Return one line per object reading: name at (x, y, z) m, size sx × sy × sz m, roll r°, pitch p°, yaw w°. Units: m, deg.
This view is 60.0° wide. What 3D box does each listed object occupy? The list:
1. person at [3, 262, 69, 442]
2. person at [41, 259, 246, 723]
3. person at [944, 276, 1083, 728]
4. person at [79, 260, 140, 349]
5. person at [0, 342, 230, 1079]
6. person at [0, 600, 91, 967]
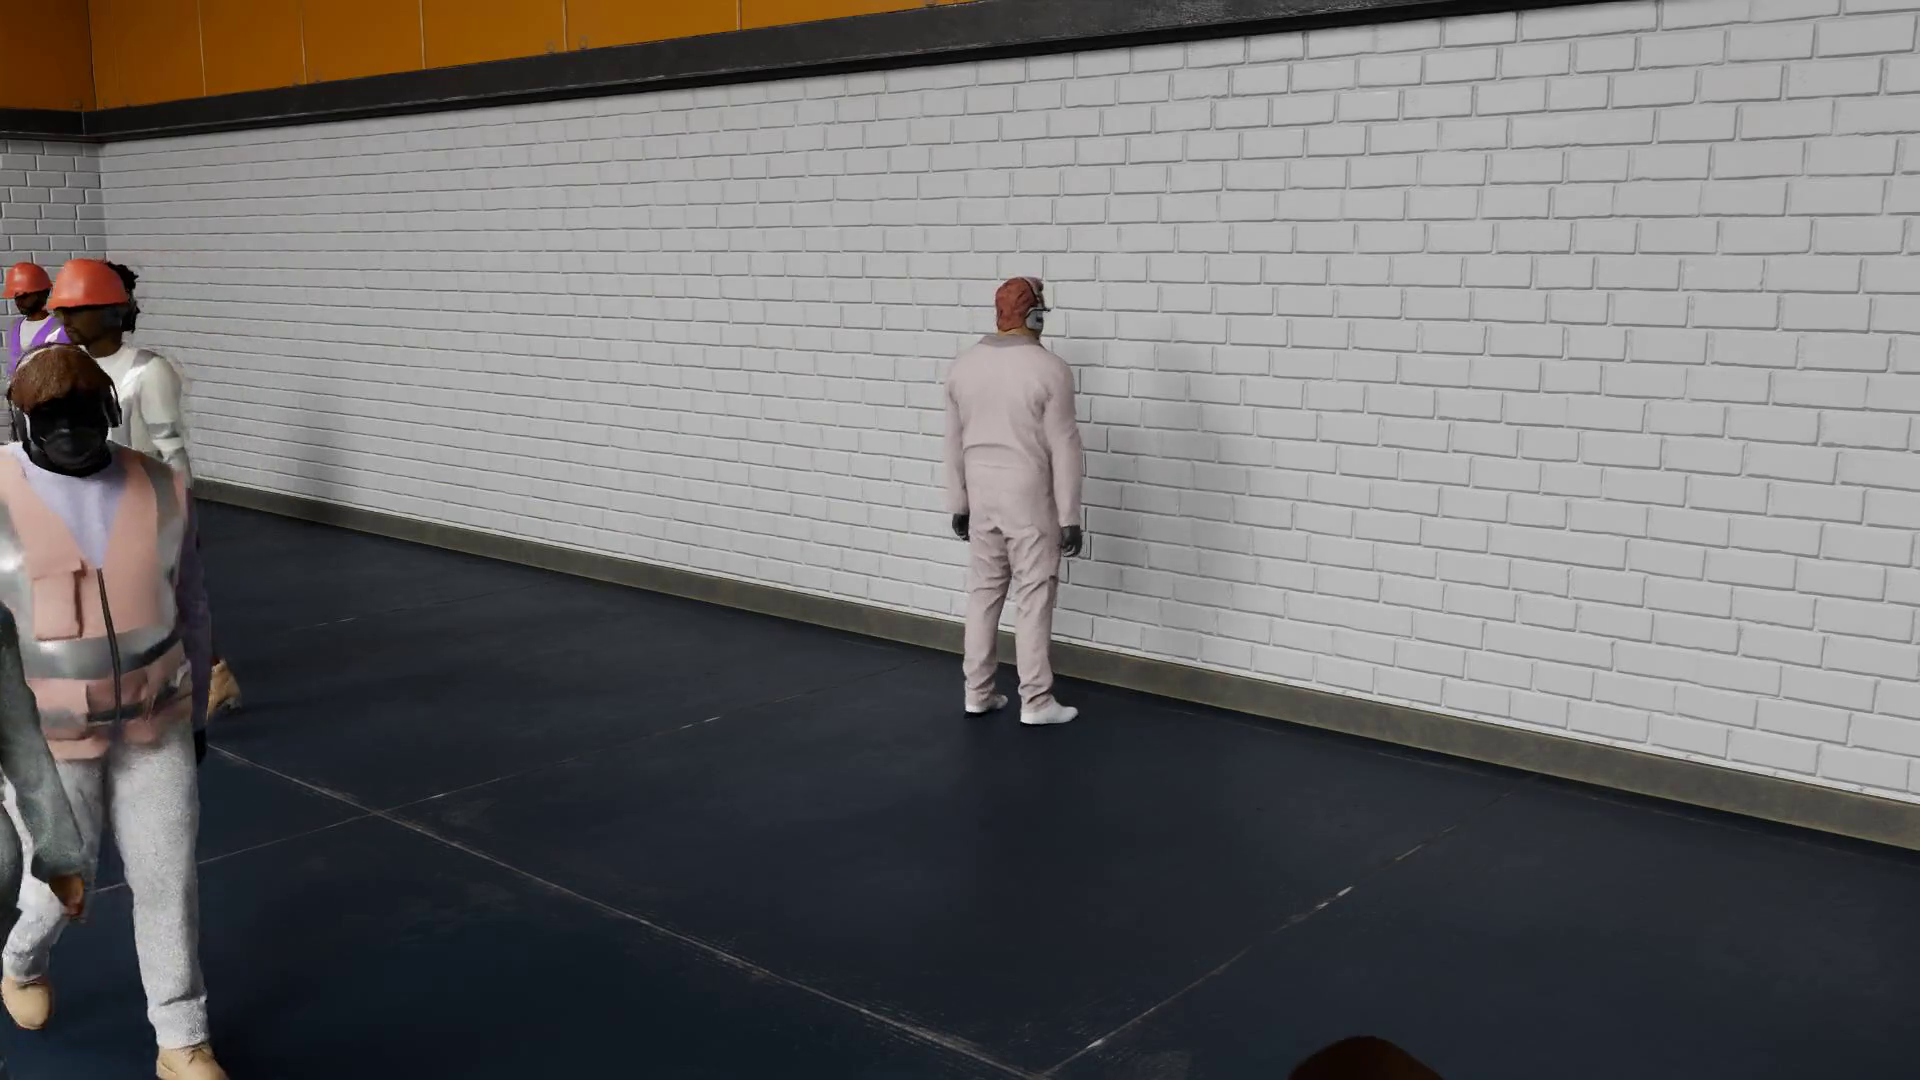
person at (-5.767, -0.769, 10.462) m, size 0.543 × 1.935 × 0.366 m, roll 3°, pitch 10°, yaw 16°
person at (-3.376, -0.130, 6.720) m, size 0.620 × 1.992 × 1.068 m, roll 5°, pitch 11°, yaw 26°
person at (0.251, -0.159, 7.070) m, size 0.652 × 1.905 × 0.402 m, roll 8°, pitch 13°, yaw 39°
person at (-3.805, -0.268, 7.514) m, size 0.368 × 1.967 × 0.600 m, roll -8°, pitch 13°, yaw -39°
person at (-2.094, 0.432, 3.963) m, size 0.666 × 1.815 × 0.636 m, roll 9°, pitch 14°, yaw 43°
person at (-1.972, 0.646, 3.063) m, size 0.692 × 1.708 × 0.494 m, roll 3°, pitch 10°, yaw 16°
